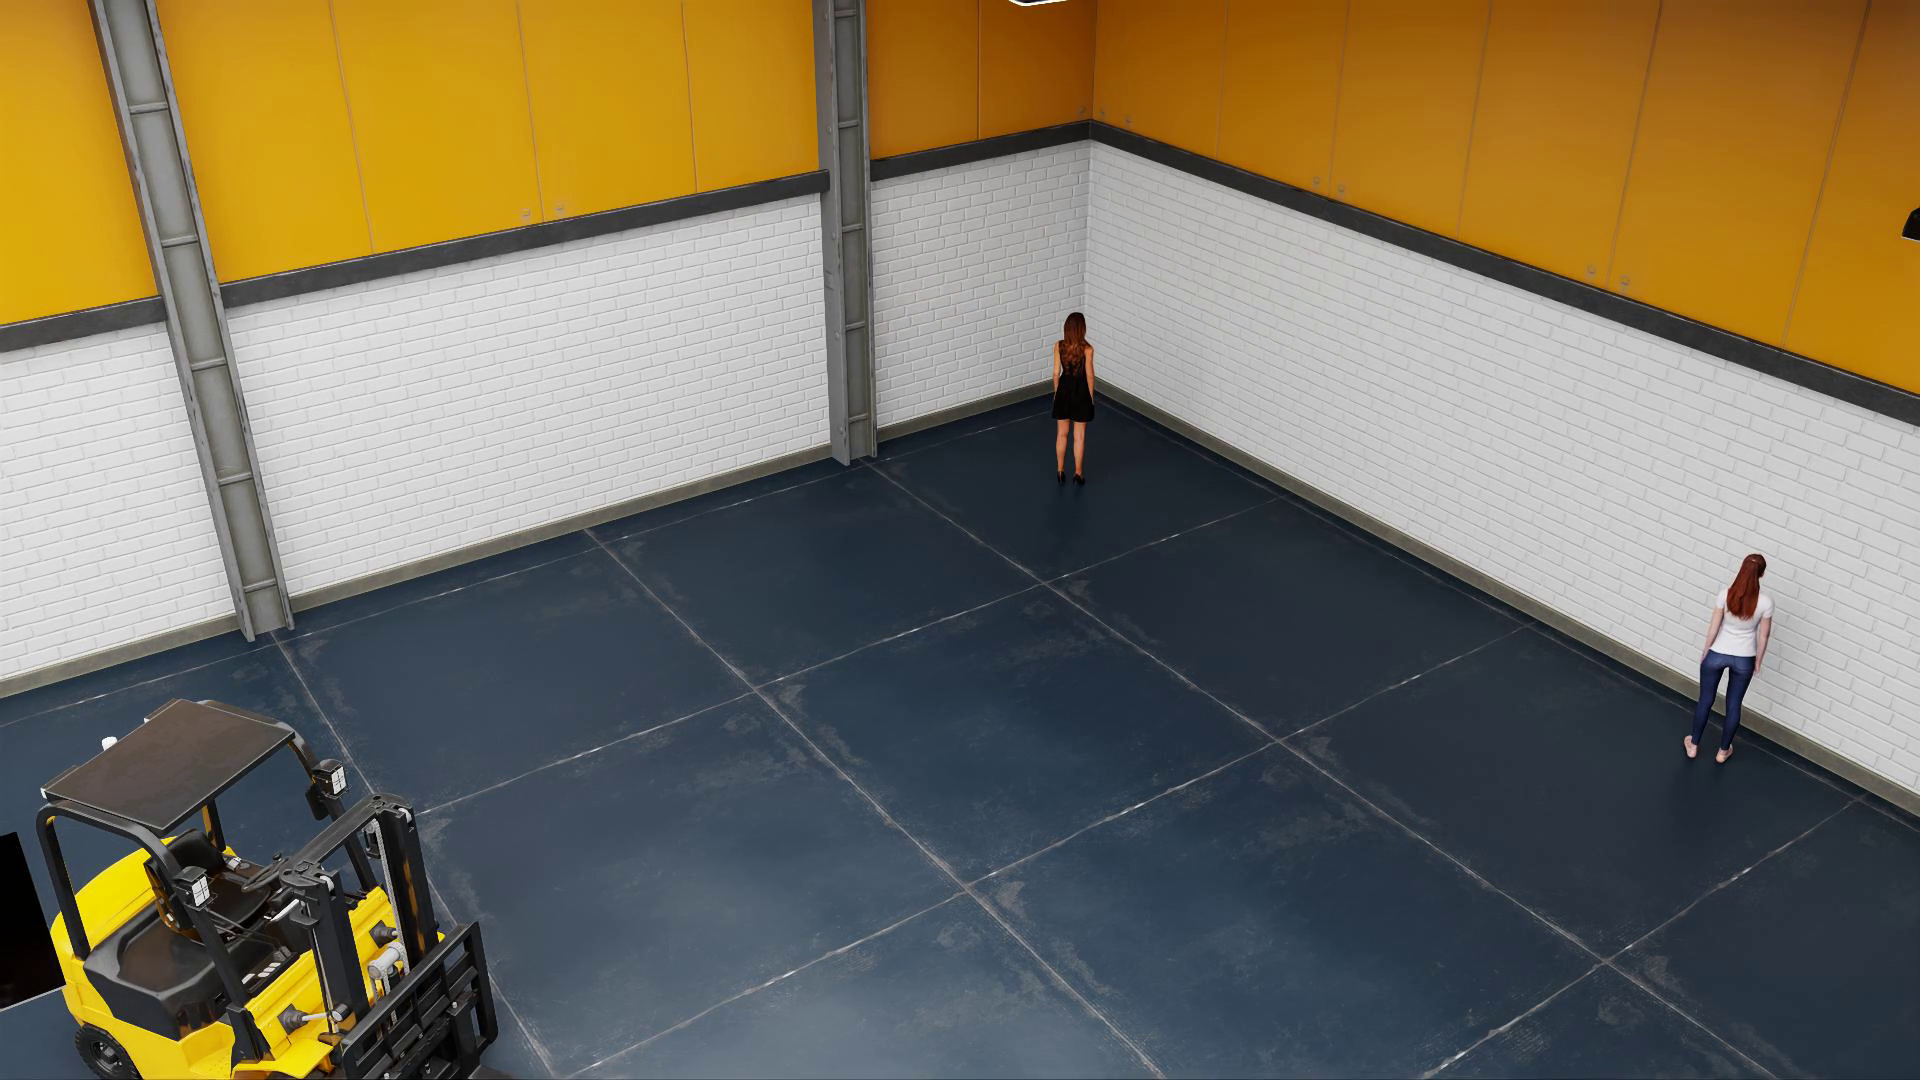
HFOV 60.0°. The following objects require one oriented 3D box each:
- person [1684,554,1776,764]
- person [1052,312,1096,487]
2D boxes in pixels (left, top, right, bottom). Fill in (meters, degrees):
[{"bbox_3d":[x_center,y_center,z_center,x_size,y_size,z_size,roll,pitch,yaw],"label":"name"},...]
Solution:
[{"bbox_3d":[5.756,0.882,12.431,0.661,1.739,0.687,11,31,20],"label":"person"},{"bbox_3d":[1.118,-1.390,16.497,0.663,1.835,0.696,9,30,17],"label":"person"}]
